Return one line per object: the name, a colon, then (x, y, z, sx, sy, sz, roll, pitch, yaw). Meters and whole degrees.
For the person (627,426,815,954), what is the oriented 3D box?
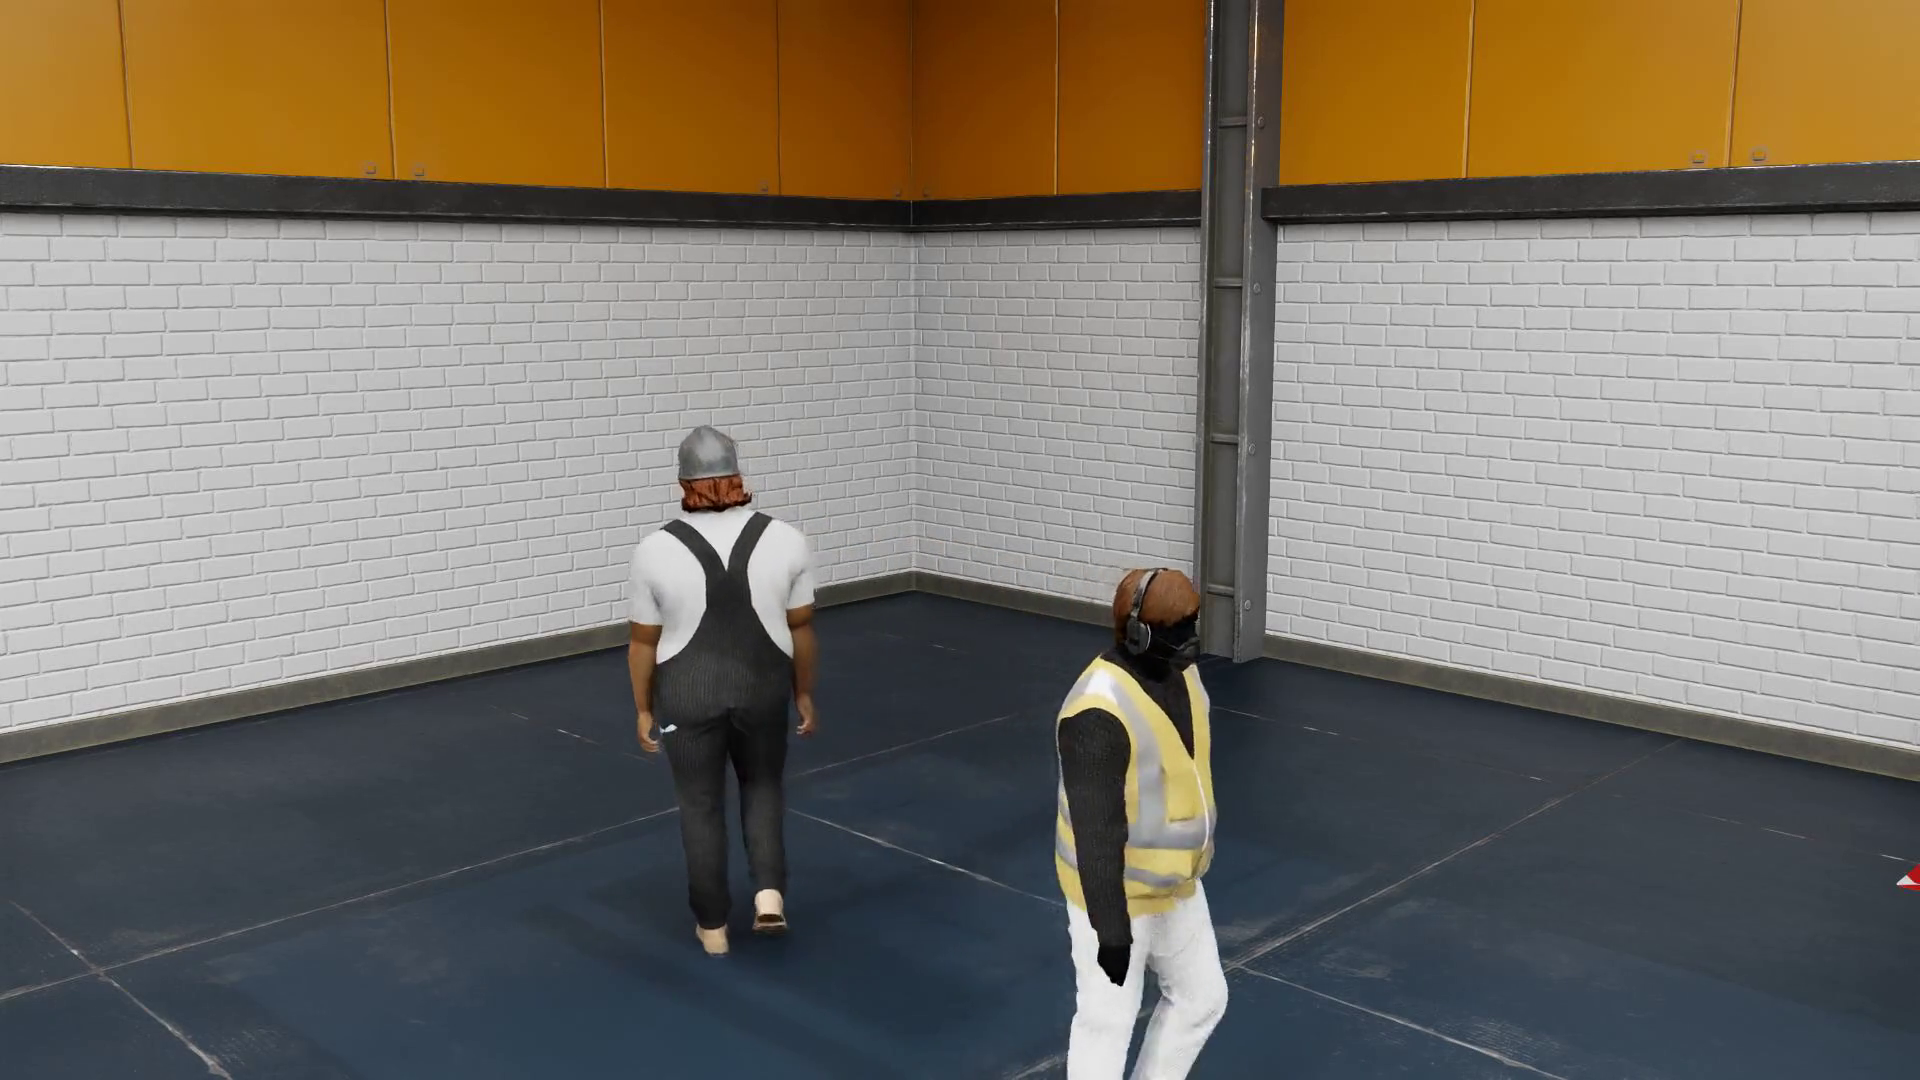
person: (-0.915, 0.564, 6.354, 0.710, 2.000, 0.536, -3, 10, -16)

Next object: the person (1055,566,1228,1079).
person: (0.507, 0.965, 4.595, 0.498, 1.820, 0.655, 6, 11, 33)
